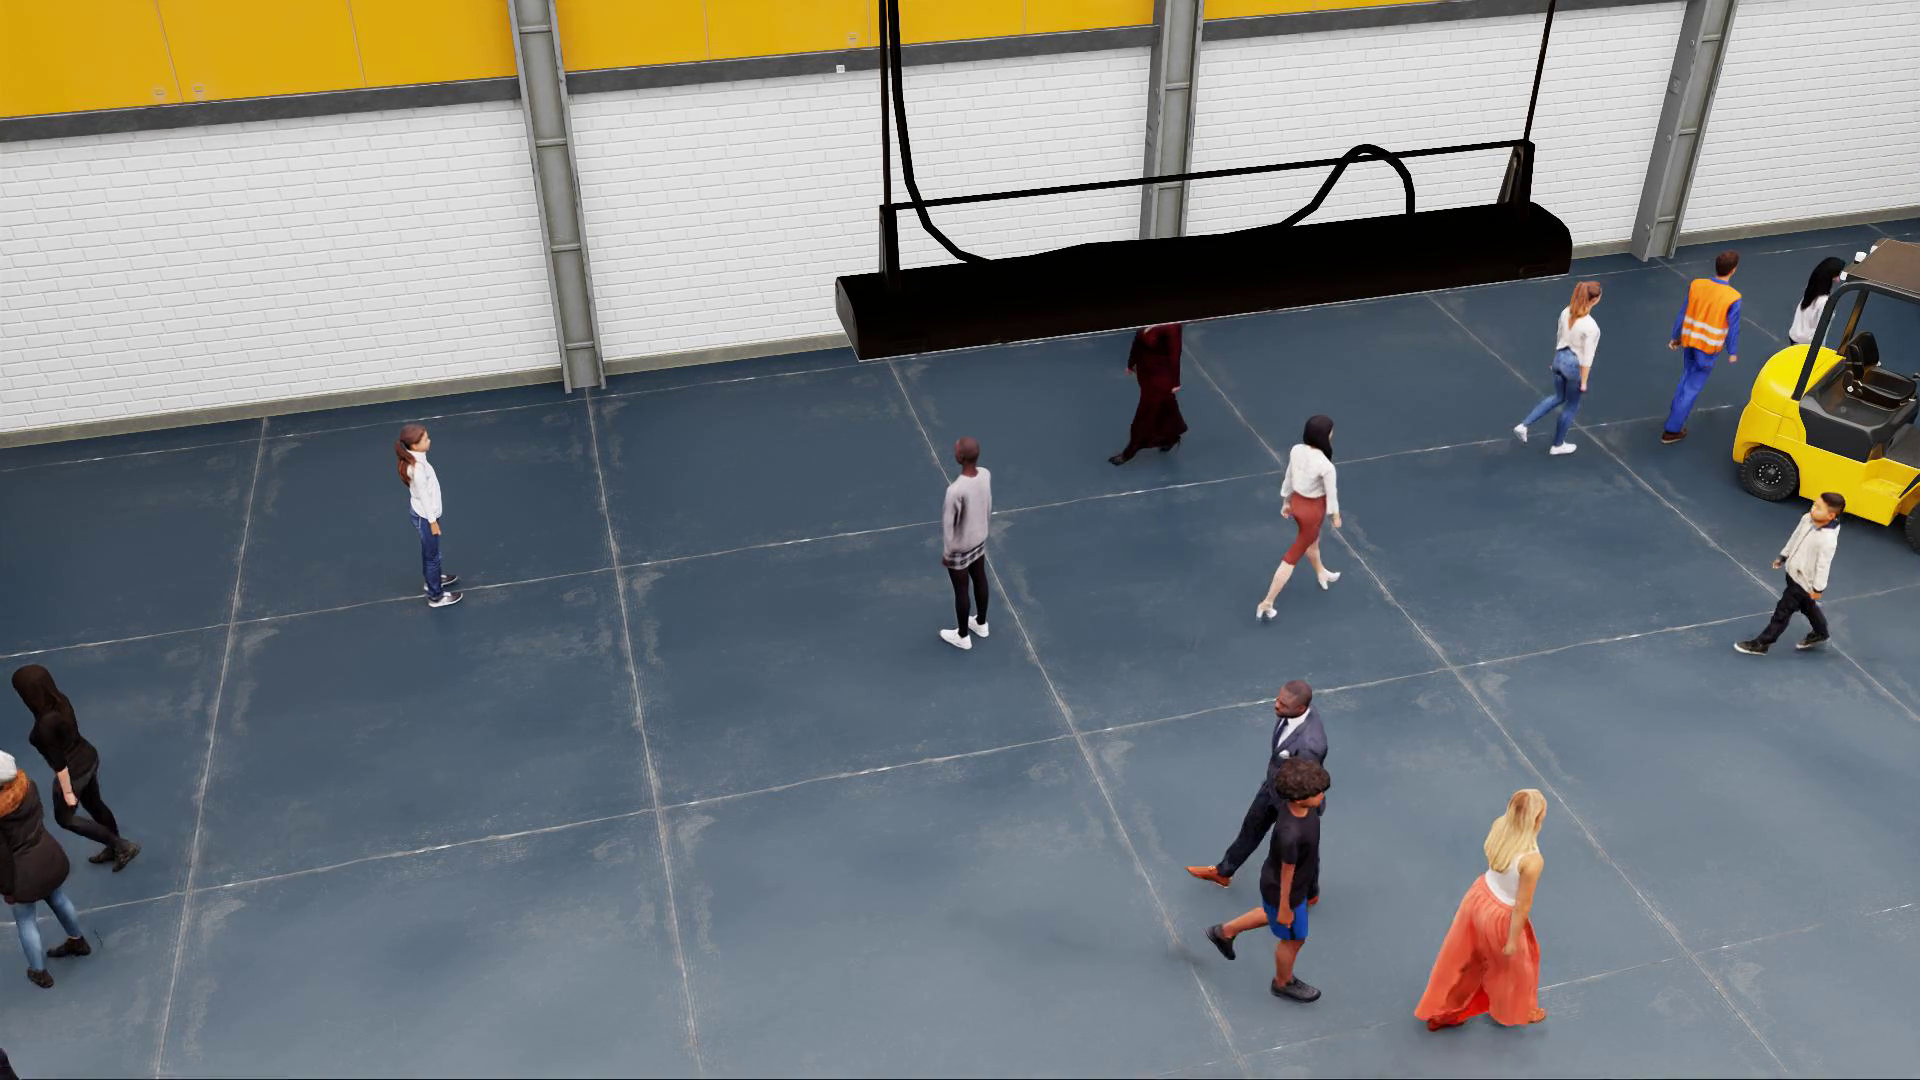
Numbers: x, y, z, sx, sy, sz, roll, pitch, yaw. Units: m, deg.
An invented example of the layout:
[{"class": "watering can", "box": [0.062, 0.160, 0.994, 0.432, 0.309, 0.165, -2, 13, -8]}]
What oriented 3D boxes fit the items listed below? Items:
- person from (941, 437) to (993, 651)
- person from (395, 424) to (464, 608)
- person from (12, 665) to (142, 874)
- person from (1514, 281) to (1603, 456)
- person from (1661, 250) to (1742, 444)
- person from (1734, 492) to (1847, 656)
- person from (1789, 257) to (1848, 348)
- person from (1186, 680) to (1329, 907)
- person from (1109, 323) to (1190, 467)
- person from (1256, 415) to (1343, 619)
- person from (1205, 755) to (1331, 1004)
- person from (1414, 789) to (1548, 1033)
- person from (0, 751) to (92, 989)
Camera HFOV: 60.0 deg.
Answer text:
[{"class": "person", "box": [0.064, 0.015, 12.460, 0.752, 1.771, 0.657, 24, 41, 32]}, {"class": "person", "box": [-4.186, -0.211, 12.996, 0.532, 1.554, 0.573, -13, 36, -19]}, {"class": "person", "box": [-5.471, 1.437, 10.448, 0.663, 1.630, 0.598, -5, 34, -7]}, {"class": "person", "box": [5.350, -1.498, 14.793, 0.828, 1.709, 0.615, -9, 35, -14]}, {"class": "person", "box": [6.621, -1.700, 14.972, 0.842, 1.847, 0.801, -18, 38, -25]}, {"class": "person", "box": [6.367, 0.258, 12.397, 1.038, 1.435, 0.789, 2, 34, 3]}, {"class": "person", "box": [7.700, -1.836, 15.328, 0.721, 1.679, 0.722, 2, 34, 3]}, {"class": "person", "box": [2.102, 1.566, 10.105, 1.120, 1.795, 0.859, -1, 34, -2]}, {"class": "person", "box": [1.825, -1.475, 14.755, 1.151, 1.712, 0.805, -15, 36, -21]}, {"class": "person", "box": [2.590, -0.120, 12.732, 1.176, 1.695, 0.793, -17, 37, -24]}, {"class": "person", "box": [1.795, 1.946, 9.547, 1.060, 1.780, 0.921, 11, 35, 16]}, {"class": "person", "box": [2.898, 2.122, 9.289, 1.008, 1.772, 0.660, -7, 34, -10]}, {"class": "person", "box": [-5.412, 1.894, 9.765, 0.778, 1.624, 0.746, 2, 34, 3]}]
